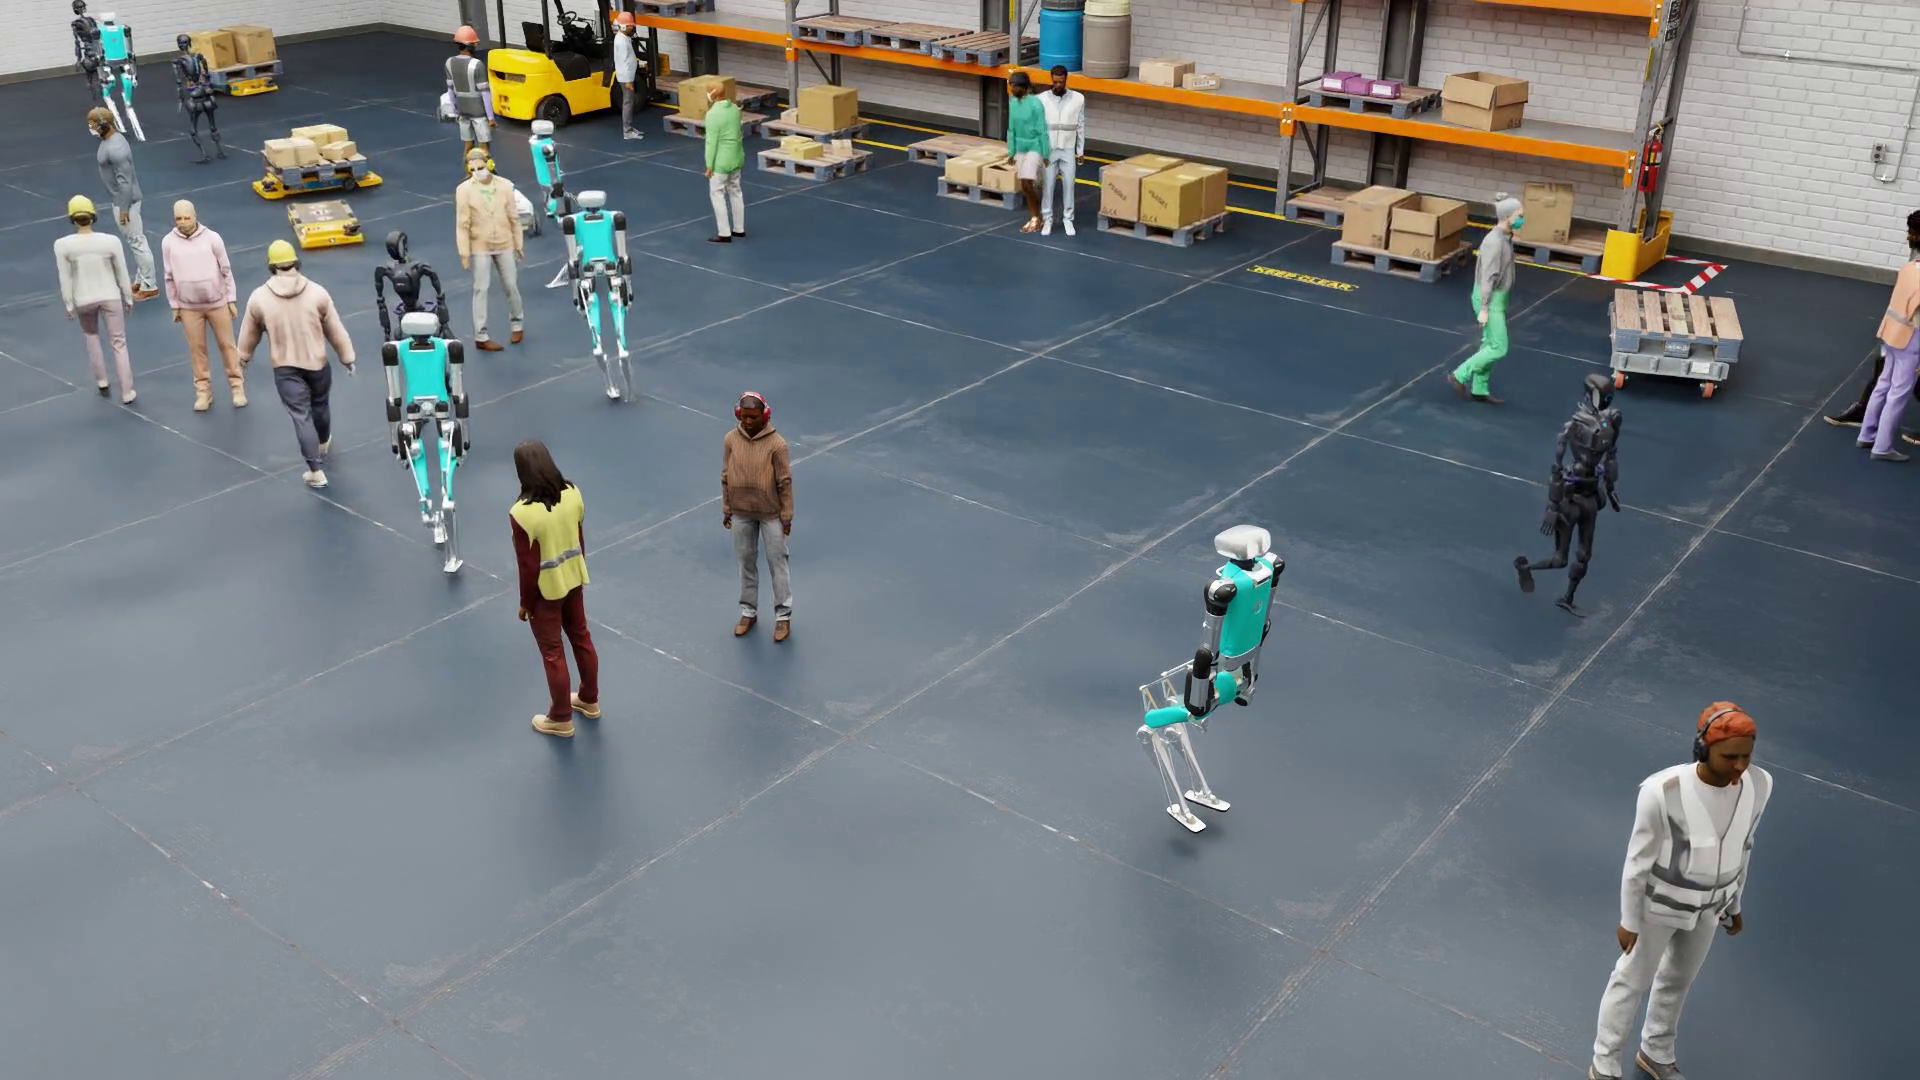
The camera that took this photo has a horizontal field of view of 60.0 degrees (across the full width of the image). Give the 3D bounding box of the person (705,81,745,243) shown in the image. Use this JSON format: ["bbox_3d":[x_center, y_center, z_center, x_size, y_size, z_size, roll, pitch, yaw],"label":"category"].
[{"bbox_3d":[-2.623,-4.223,18.594,0.383,1.775,0.538,15,30,29],"label":"person"}]

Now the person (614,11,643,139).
[{"bbox_3d":[-4.670,-6.546,23.432,0.352,1.742,0.572,-5,26,-11],"label":"person"}]

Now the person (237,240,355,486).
[{"bbox_3d":[-5.042,-1.371,12.644,0.822,1.800,0.995,-11,28,-21],"label":"person"}]

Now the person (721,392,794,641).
[{"bbox_3d":[-1.242,-0.161,10.321,0.462,1.648,0.327,6,26,13],"label":"person"}]

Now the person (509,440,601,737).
[{"bbox_3d":[-2.258,0.274,9.272,0.376,1.775,0.466,16,30,30],"label":"person"}]

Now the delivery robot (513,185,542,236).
[{"bbox_3d":[-5.123,-3.771,19.040,0.499,0.585,0.777,-12,28,-24],"label":"delivery robot"}]

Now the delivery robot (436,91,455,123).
[{"bbox_3d":[-7.442,-6.505,24.711,0.499,0.592,0.792,2,26,3],"label":"delivery robot"}]

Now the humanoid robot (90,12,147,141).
[{"bbox_3d":[-11.871,-6.509,23.378,0.543,1.788,0.871,-22,33,-37],"label":"humanoid robot"}]

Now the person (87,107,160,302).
[{"bbox_3d":[-8.348,-3.350,16.597,0.371,1.934,0.627,-13,29,-25],"label":"person"}]

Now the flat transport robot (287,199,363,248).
[{"bbox_3d":[-7.314,-3.645,19.120,0.659,0.231,1.431,-12,28,-23],"label":"flat transport robot"}]

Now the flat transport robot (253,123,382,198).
[{"bbox_3d":[-8.116,-4.551,20.996,1.431,0.231,0.659,-16,30,-29],"label":"flat transport robot"}]

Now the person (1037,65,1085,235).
[{"bbox_3d":[1.110,-4.412,18.829,0.595,1.908,0.407,-1,26,-2],"label":"person"}]

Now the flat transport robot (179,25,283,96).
[{"bbox_3d":[-11.729,-7.369,26.831,1.431,0.231,0.659,16,30,30],"label":"flat transport robot"}]

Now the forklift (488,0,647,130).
[{"bbox_3d":[-5.874,-7.334,24.552,1.214,2.155,2.313,19,32,34],"label":"forklift"}]

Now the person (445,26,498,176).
[{"bbox_3d":[-5.958,-5.255,20.417,0.613,2.042,0.371,12,28,23],"label":"person"}]

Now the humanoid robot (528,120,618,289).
[{"bbox_3d":[-3.881,-3.445,17.057,0.932,1.782,0.548,-15,30,-28],"label":"humanoid robot"}]

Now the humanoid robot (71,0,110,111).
[{"bbox_3d":[-13.042,-7.252,24.961,0.324,1.648,0.594,4,26,8],"label":"humanoid robot"}]

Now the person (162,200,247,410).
[{"bbox_3d":[-6.322,-1.970,13.909,0.535,1.781,0.400,-7,27,-14],"label":"person"}]

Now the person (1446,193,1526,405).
[{"bbox_3d":[4.468,-1.997,13.900,0.428,1.832,0.523,13,29,24],"label":"person"}]

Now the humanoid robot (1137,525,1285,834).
[{"bbox_3d":[1.188,0.644,8.395,0.735,1.677,0.533,23,34,39],"label":"humanoid robot"}]

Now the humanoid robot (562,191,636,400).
[{"bbox_3d":[-3.009,-1.966,14.031,0.542,1.830,0.794,-6,26,-12],"label":"humanoid robot"}]

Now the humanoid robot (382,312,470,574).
[{"bbox_3d":[-3.526,-0.578,11.103,0.556,1.720,0.994,-6,27,-13],"label":"humanoid robot"}]

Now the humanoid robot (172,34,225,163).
[{"bbox_3d":[-10.128,-5.876,22.114,0.375,1.643,0.603,12,28,24],"label":"humanoid robot"}]

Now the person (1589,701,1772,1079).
[{"bbox_3d":[2.892,1.475,6.662,0.574,1.882,0.362,-6,26,-12],"label":"person"}]

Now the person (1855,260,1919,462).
[{"bbox_3d":[7.321,-1.497,12.871,0.381,1.838,0.561,1,26,2],"label":"person"}]

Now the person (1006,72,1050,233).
[{"bbox_3d":[0.775,-4.385,18.853,0.463,1.825,0.538,-21,33,-37],"label":"person"}]

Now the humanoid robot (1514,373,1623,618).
[{"bbox_3d":[3.919,-0.319,10.626,0.609,1.643,0.470,-13,29,-26],"label":"humanoid robot"}]

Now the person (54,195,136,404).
[{"bbox_3d":[-7.309,-2.045,14.125,0.533,1.727,0.653,-12,28,-24],"label":"person"}]

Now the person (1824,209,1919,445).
[{"bbox_3d":[7.592,-1.700,13.224,0.905,1.915,0.688,14,29,27],"label":"person"}]

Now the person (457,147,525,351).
[{"bbox_3d":[-4.295,-2.683,15.301,0.608,1.857,0.512,-12,28,-24],"label":"person"}]

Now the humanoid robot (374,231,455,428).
[{"bbox_3d":[-4.448,-1.775,13.718,0.613,1.642,0.800,0,26,1],"label":"humanoid robot"}]
